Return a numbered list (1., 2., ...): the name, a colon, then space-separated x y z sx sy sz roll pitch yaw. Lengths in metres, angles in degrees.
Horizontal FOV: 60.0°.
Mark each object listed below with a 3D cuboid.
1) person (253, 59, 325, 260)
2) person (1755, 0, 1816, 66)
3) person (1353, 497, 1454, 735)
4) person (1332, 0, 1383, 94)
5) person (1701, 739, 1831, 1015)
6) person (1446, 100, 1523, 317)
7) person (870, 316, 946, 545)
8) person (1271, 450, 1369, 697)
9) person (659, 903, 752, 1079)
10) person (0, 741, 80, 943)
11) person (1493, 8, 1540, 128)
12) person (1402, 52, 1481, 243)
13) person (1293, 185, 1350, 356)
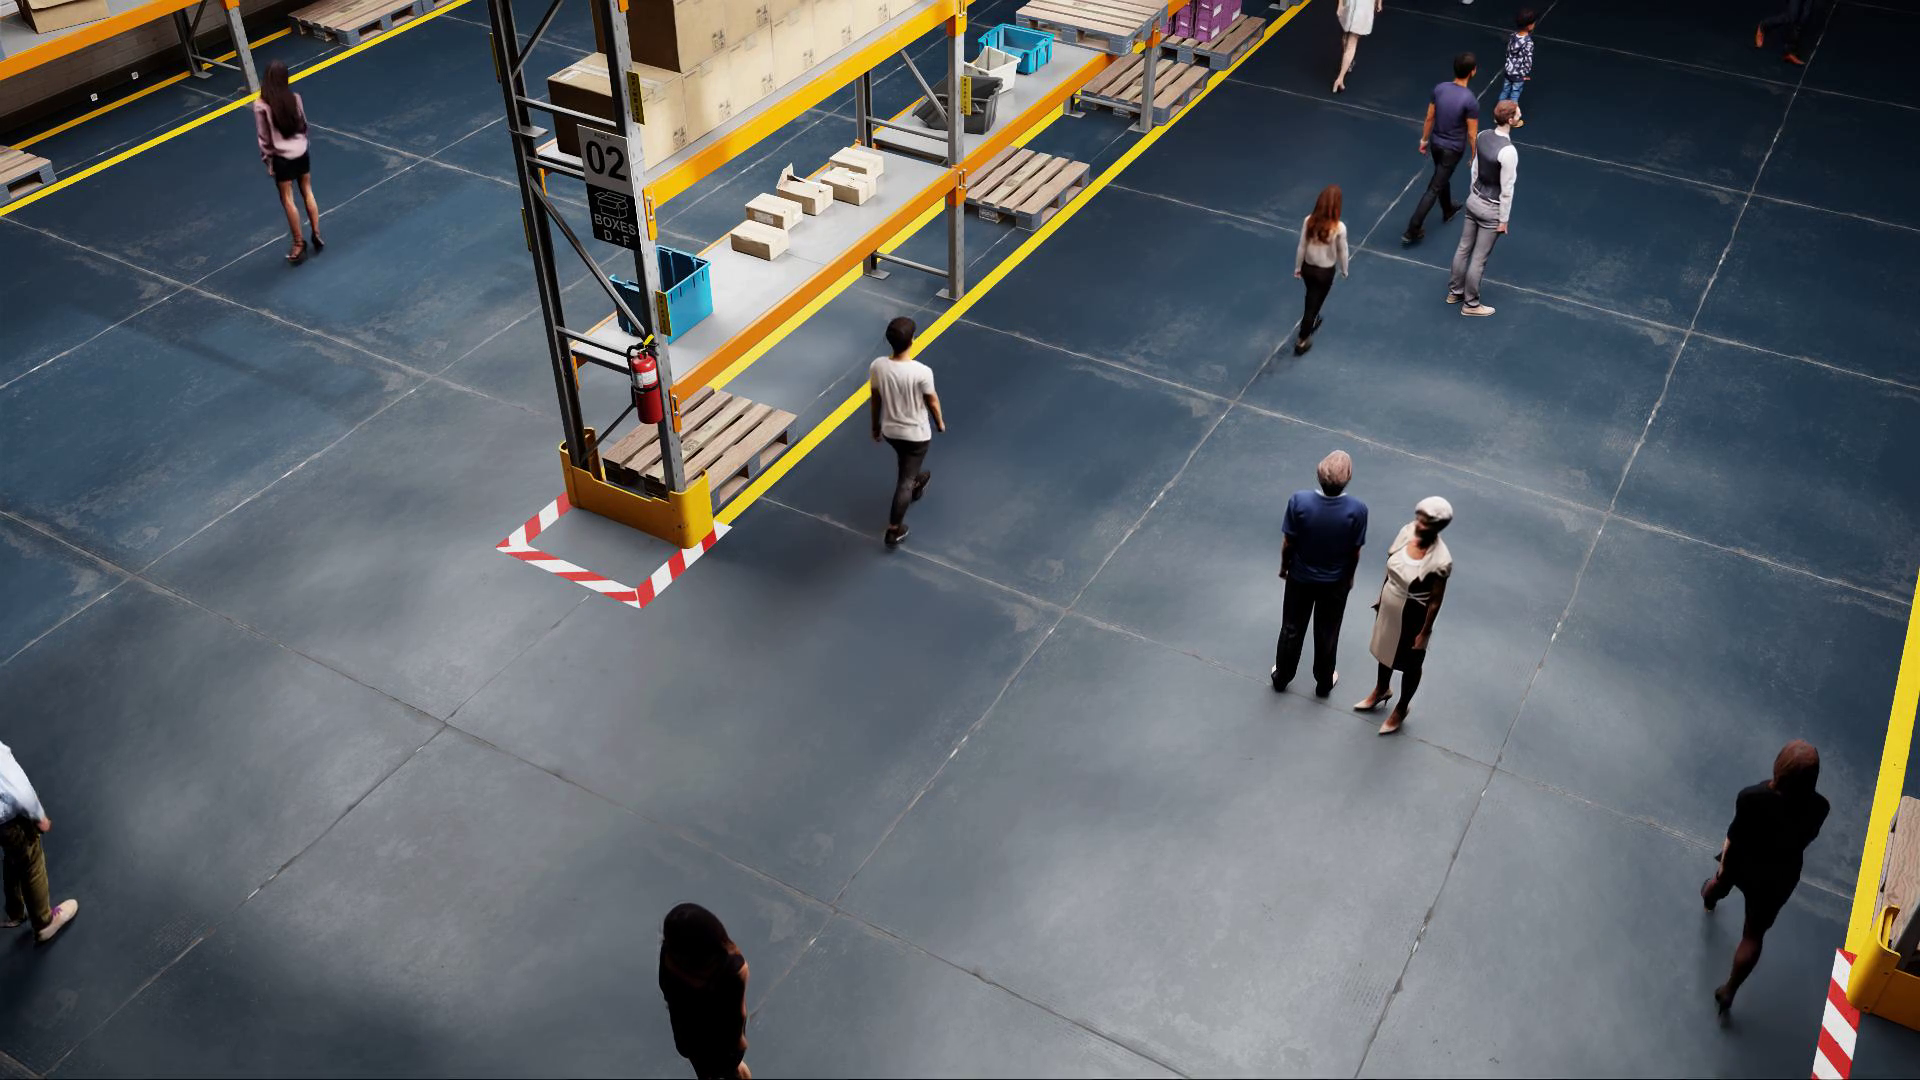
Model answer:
1. person: -6.062 -3.401 15.030 0.855 1.776 0.624 20 43 24
2. person: 9.383 -6.253 18.590 1.012 1.790 1.045 -15 41 -18
3. person: 2.754 0.454 10.219 0.719 1.756 0.702 -17 42 -20
4. person: 4.254 -5.671 17.893 0.628 1.750 0.981 20 43 24
5. person: 4.160 1.789 8.630 0.749 1.652 1.159 12 40 15
6. person: 4.499 -2.852 14.212 0.789 1.939 0.742 -11 40 -14
7. person: -0.415 -0.748 11.784 0.651 1.682 1.086 18 42 21
8. person: 2.250 0.217 10.423 0.712 1.871 0.641 9 40 12
9. person: -1.205 2.284 7.964 0.671 1.711 0.619 24 45 27
10. person: -5.195 1.517 8.855 0.752 1.797 0.737 12 40 14
11. person: 5.817 -4.939 17.374 0.620 1.254 0.579 -17 42 -21
12. person: 4.403 -3.548 15.242 1.247 1.740 0.935 -28 46 -30
13. person: 2.931 -2.192 13.767 0.605 1.462 0.816 26 45 28
